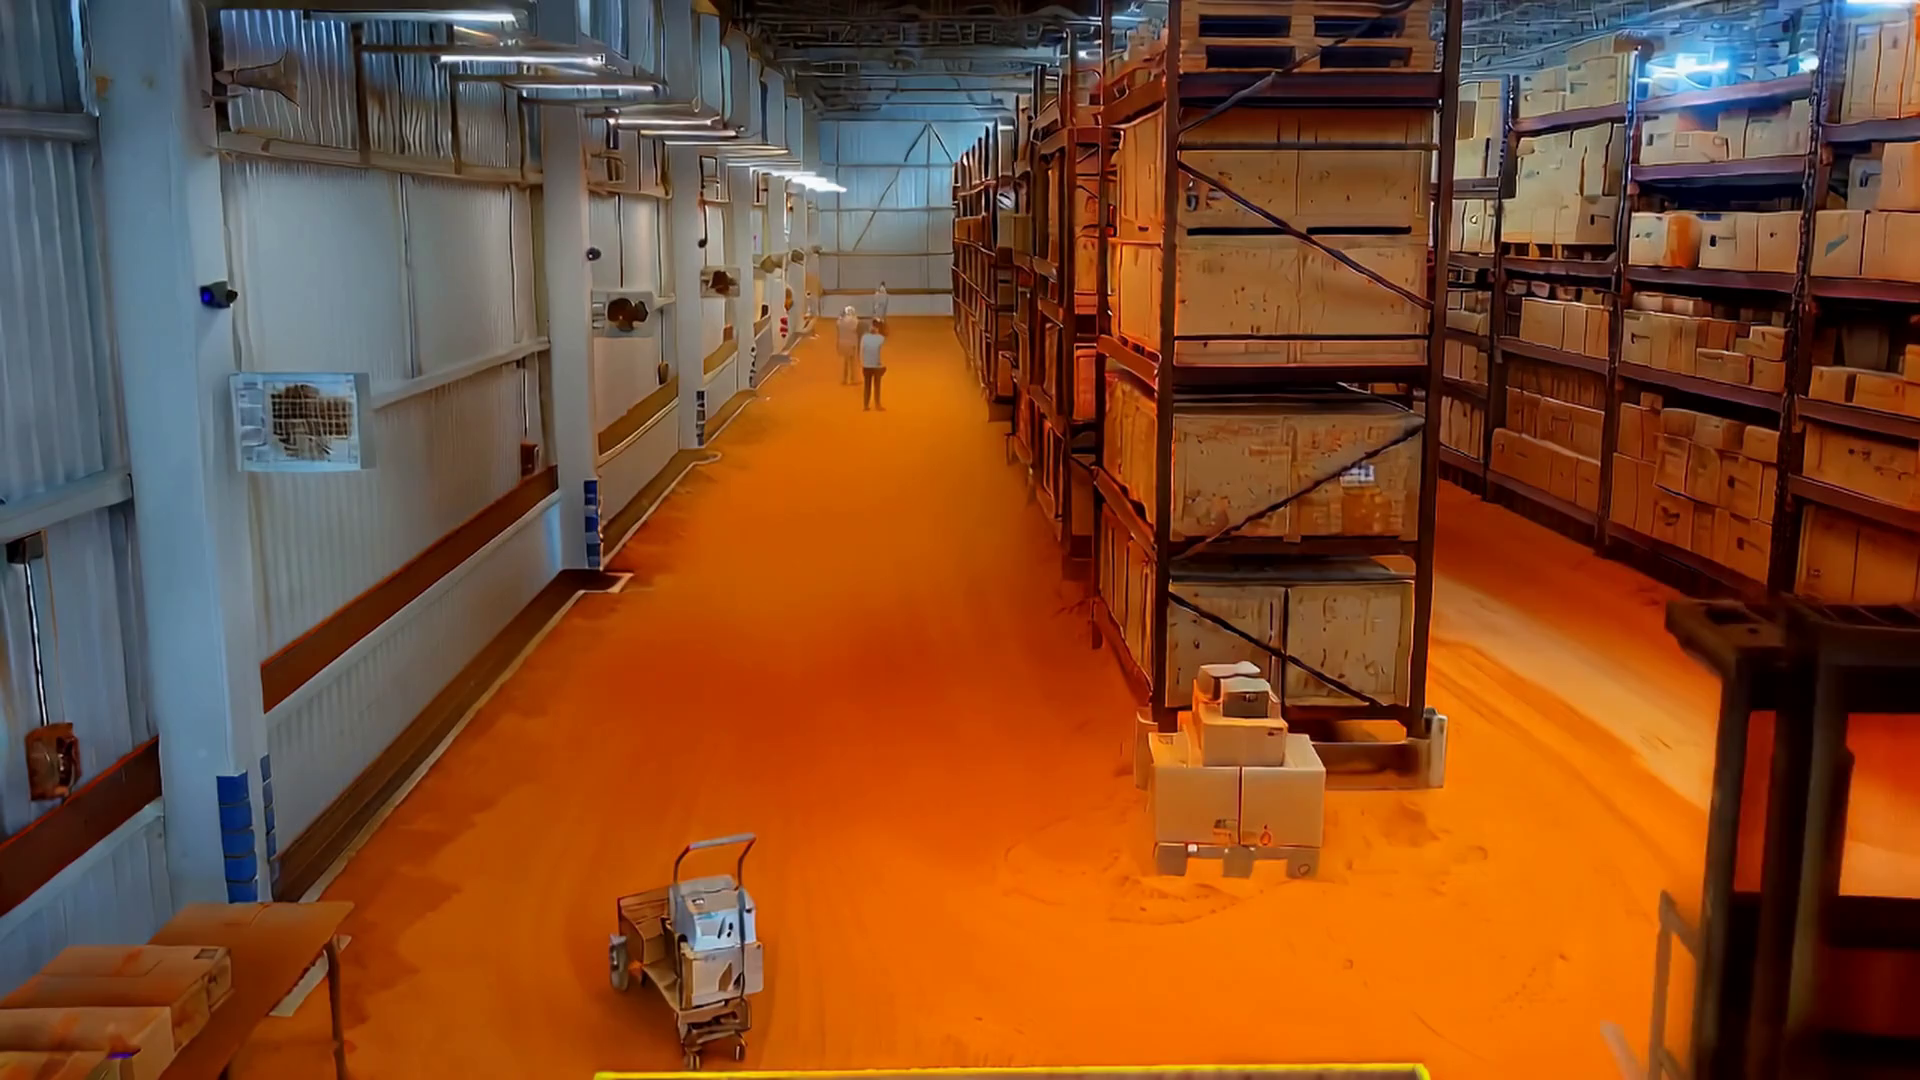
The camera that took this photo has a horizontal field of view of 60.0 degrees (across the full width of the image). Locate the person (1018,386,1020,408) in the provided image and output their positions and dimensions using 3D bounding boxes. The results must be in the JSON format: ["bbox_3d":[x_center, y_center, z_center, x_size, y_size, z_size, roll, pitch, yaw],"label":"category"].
[{"bbox_3d":[1.272,-2.437,29.240,0.624,1.844,0.429,8,14,37],"label":"person"}]

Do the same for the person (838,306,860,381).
[{"bbox_3d":[-2.835,-5.018,42.486,0.589,1.912,0.397,-4,12,-21],"label":"person"}]

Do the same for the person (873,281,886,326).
[{"bbox_3d":[-3.084,-9.126,64.293,0.564,1.744,0.355,-7,13,-33],"label":"person"}]

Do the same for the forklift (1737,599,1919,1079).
[{"bbox_3d":[3.153,1.592,5.564,1.129,2.768,1.873,1,11,5],"label":"forklift"}]

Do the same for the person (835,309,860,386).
[{"bbox_3d":[-2.757,-4.743,41.085,0.638,1.902,0.407,5,12,25],"label":"person"}]

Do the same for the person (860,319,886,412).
[{"bbox_3d":[-1.856,-3.741,35.650,0.618,1.985,0.404,-8,13,-34],"label":"person"}]
